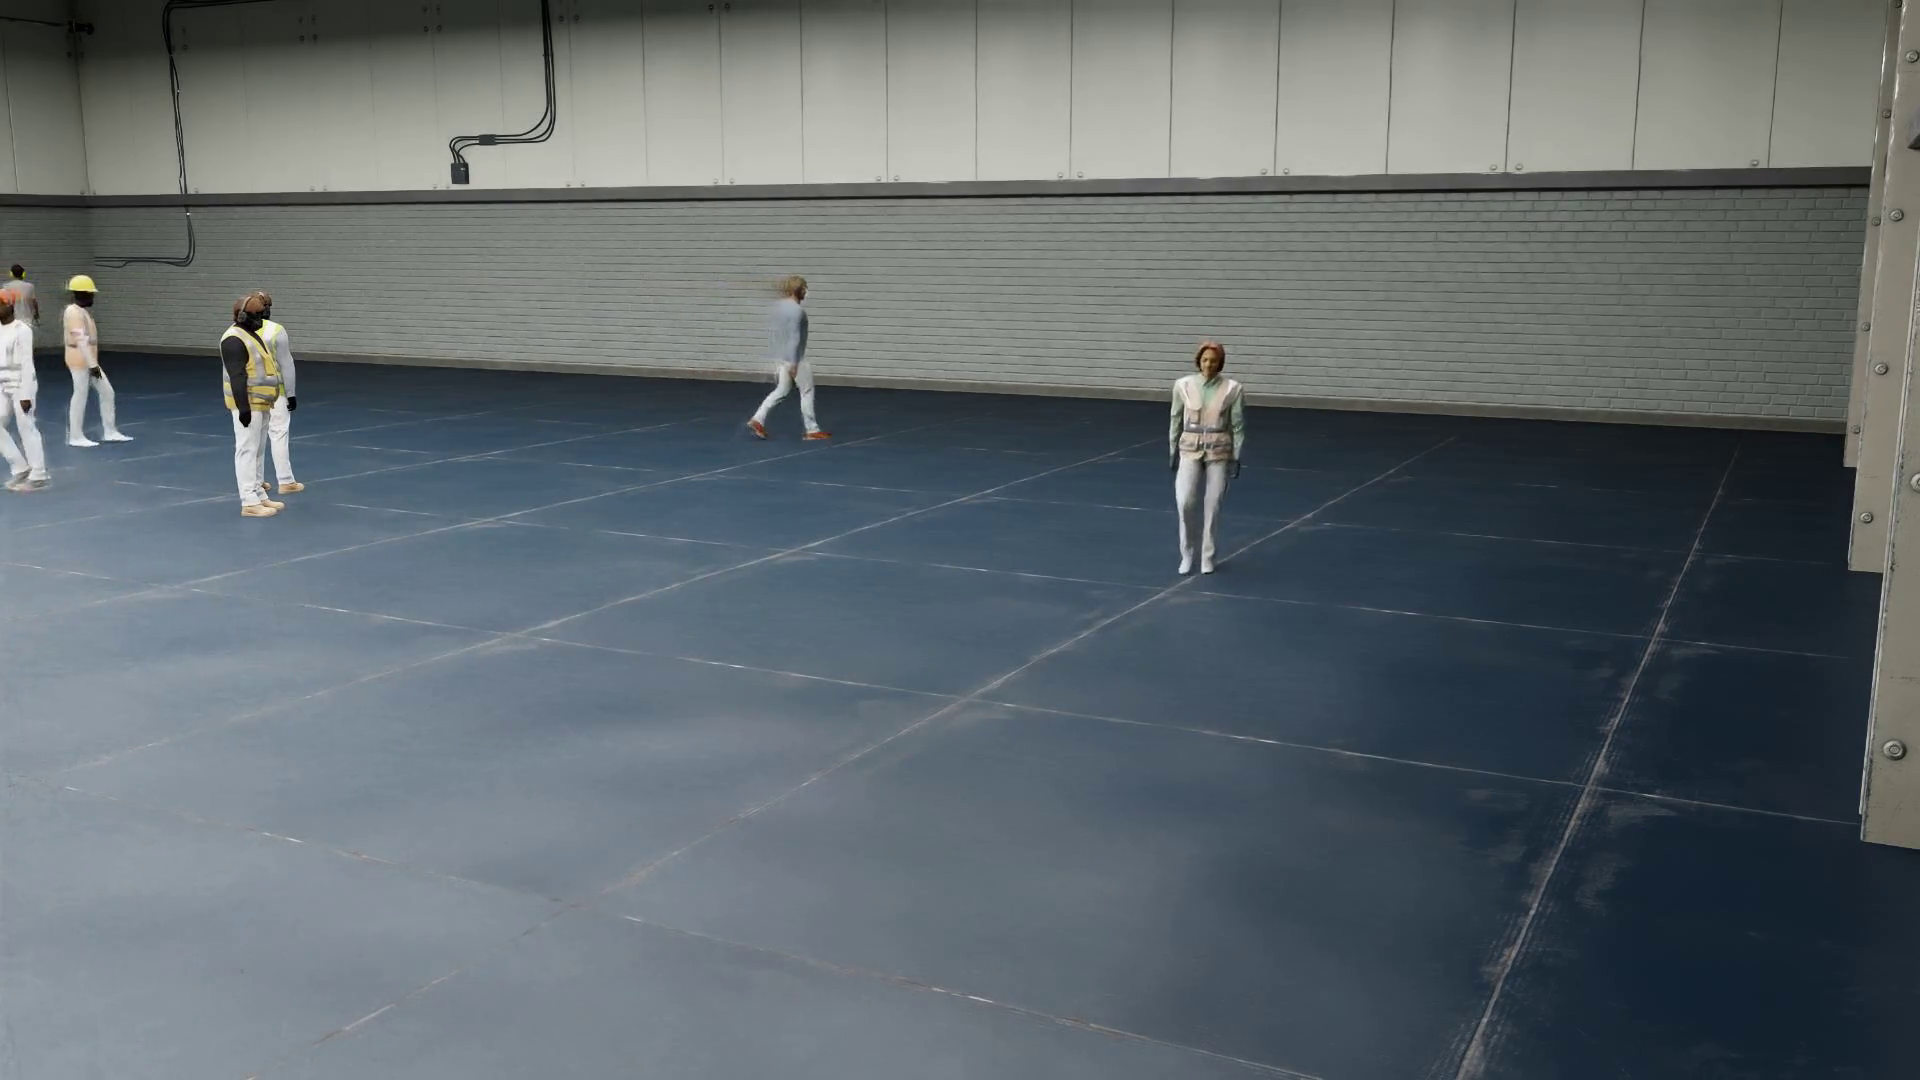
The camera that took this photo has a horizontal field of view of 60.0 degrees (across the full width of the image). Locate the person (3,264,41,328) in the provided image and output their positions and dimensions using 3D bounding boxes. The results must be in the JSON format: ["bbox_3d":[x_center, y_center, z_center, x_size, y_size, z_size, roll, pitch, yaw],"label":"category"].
[{"bbox_3d":[-16.257,-3.849,28.885,0.505,1.836,0.796,-3,11,-15],"label":"person"}]

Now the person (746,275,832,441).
[{"bbox_3d":[-1.981,-2.067,19.000,0.933,1.913,0.647,-4,11,-19],"label":"person"}]

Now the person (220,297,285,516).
[{"bbox_3d":[-5.958,-1.123,14.031,0.429,1.837,0.621,-1,10,-8],"label":"person"}]

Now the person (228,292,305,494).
[{"bbox_3d":[-6.334,-1.336,15.172,0.627,1.844,0.429,2,11,9],"label":"person"}]

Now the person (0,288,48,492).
[{"bbox_3d":[-8.646,-1.353,15.185,0.601,1.867,0.507,7,12,33],"label":"person"}]

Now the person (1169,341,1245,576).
[{"bbox_3d":[1.690,-0.551,11.454,0.529,1.619,0.548,2,11,12],"label":"person"}]

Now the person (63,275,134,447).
[{"bbox_3d":[-9.618,-1.980,18.513,0.759,1.903,0.600,-2,11,-13],"label":"person"}]
